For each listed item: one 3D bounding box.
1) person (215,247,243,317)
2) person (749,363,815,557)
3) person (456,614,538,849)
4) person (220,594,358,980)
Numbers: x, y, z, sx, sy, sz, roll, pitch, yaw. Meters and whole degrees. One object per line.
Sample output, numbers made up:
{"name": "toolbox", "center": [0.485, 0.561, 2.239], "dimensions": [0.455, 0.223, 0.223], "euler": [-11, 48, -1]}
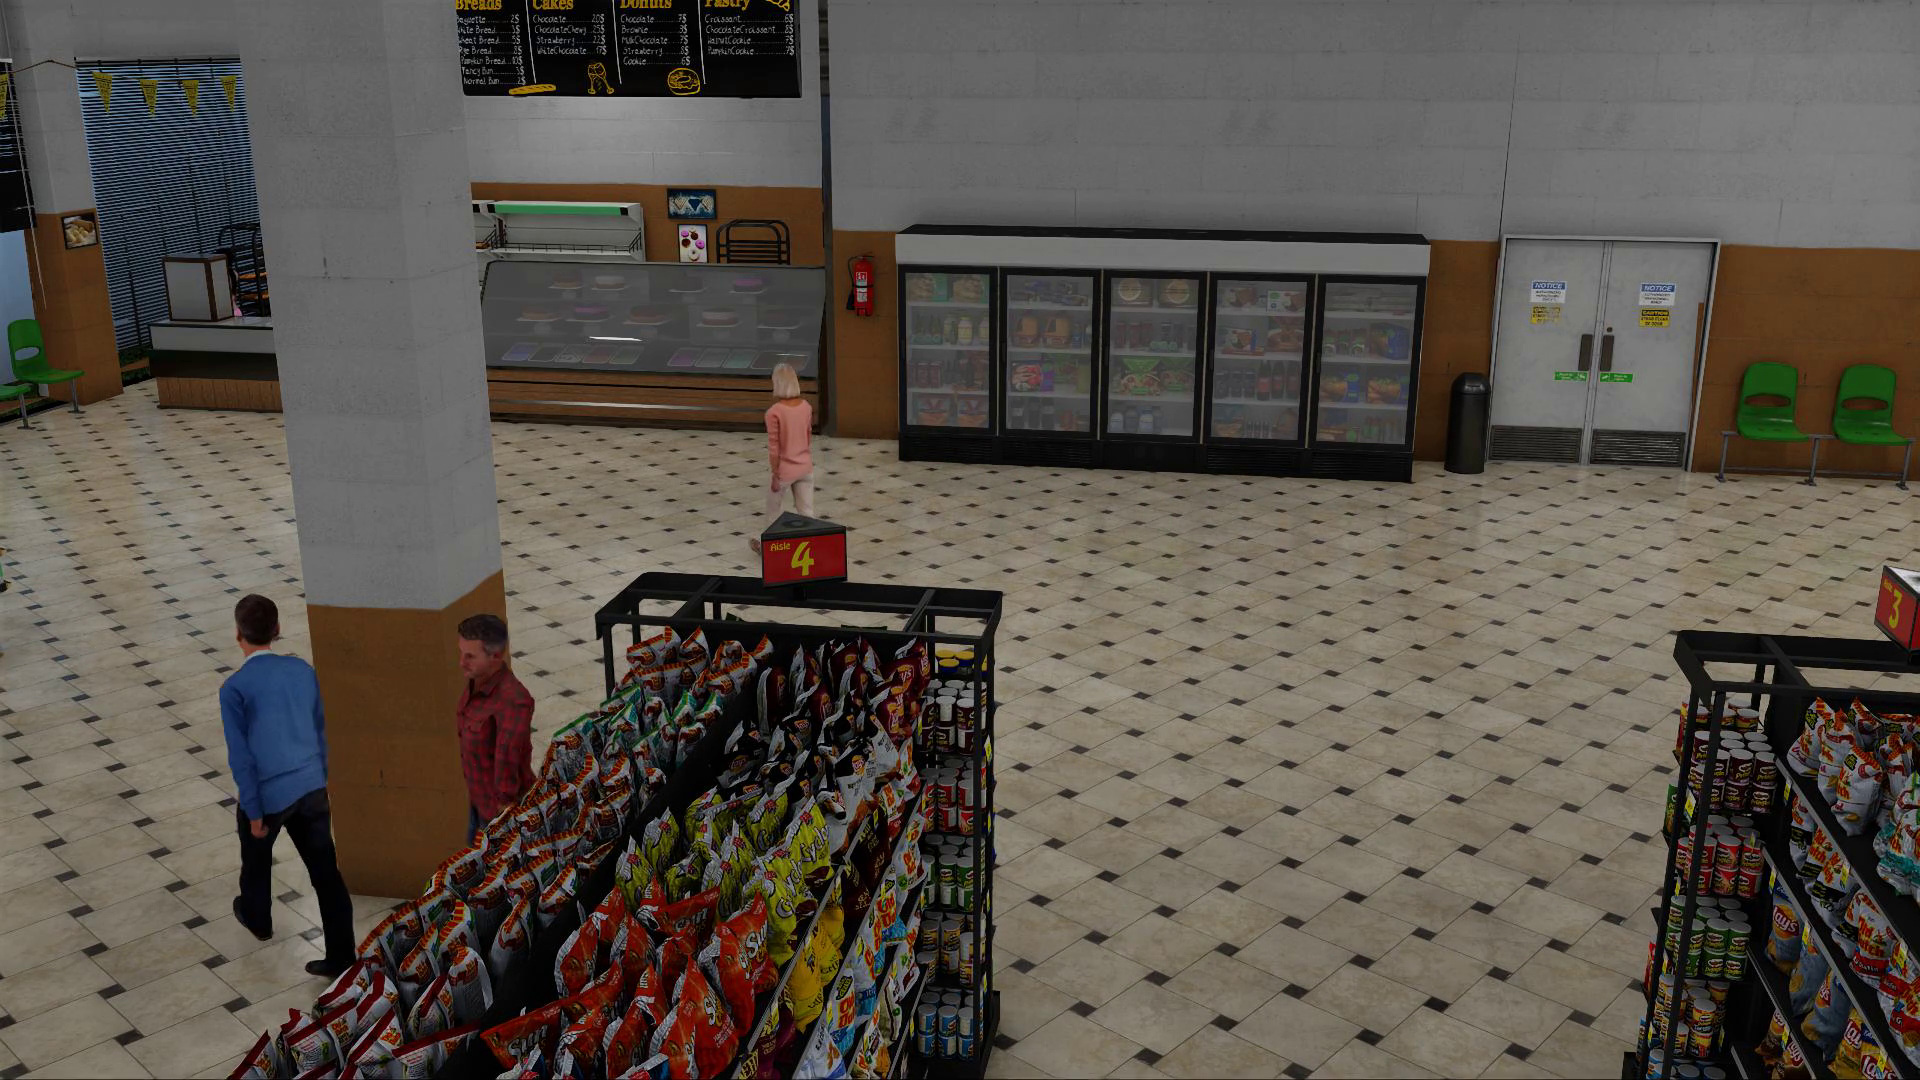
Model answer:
{"name": "person", "center": [-8.851, -2.678, 20.182], "dimensions": [0.673, 1.742, 0.509], "euler": [0, 17, -1]}
{"name": "person", "center": [-1.285, -0.511, 13.159], "dimensions": [1.113, 1.676, 1.121], "euler": [-14, 22, -38]}
{"name": "person", "center": [-1.949, 1.164, 7.414], "dimensions": [1.003, 1.808, 0.952], "euler": [-9, 19, -27]}
{"name": "person", "center": [-3.000, 1.178, 7.470], "dimensions": [1.085, 1.749, 1.191], "euler": [12, 20, 34]}
